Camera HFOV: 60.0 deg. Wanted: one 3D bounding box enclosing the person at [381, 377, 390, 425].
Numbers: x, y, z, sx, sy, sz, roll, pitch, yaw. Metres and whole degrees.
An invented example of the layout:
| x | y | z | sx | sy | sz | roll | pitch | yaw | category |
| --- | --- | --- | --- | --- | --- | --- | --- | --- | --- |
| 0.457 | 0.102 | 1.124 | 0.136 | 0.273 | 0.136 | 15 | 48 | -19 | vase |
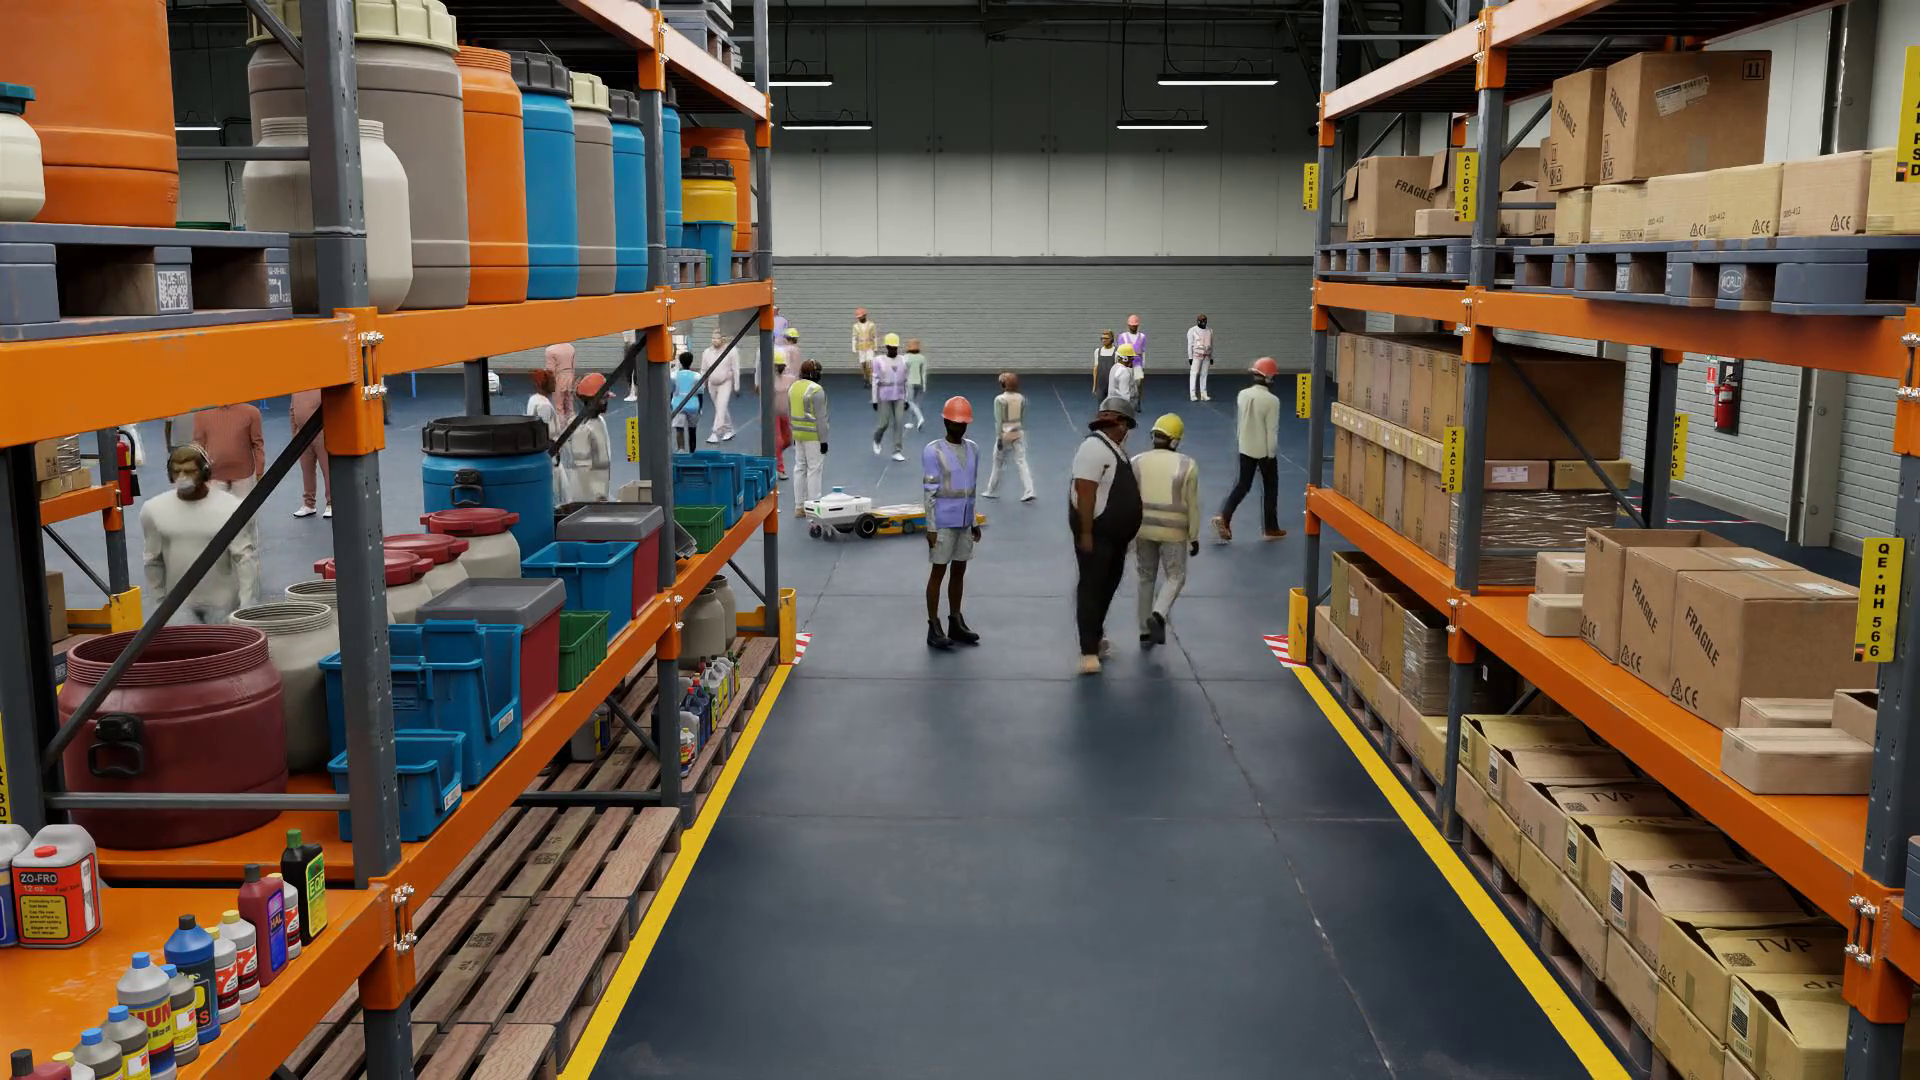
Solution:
| x | y | z | sx | sy | sz | roll | pitch | yaw | category |
| --- | --- | --- | --- | --- | --- | --- | --- | --- | --- |
| -10.826 | -3.054 | 30.391 | 0.985 | 1.884 | 0.566 | 4 | 10 | 22 | person |

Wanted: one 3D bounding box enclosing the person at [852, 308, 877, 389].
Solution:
| x | y | z | sx | sy | sz | roll | pitch | yaw | category |
| --- | --- | --- | --- | --- | --- | --- | --- | --- | --- |
| -2.225 | -4.471 | 38.861 | 0.558 | 1.886 | 0.712 | 1 | 10 | 6 | person |

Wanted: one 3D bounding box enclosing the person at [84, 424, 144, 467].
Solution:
| x | y | z | sx | sy | sz | roll | pitch | yaw | category |
| --- | --- | --- | --- | --- | --- | --- | --- | --- | --- |
| -12.305 | -1.951 | 24.042 | 0.860 | 1.804 | 0.657 | -3 | 10 | -19 | person |

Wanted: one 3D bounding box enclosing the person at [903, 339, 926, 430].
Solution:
| x | y | z | sx | sy | sz | roll | pitch | yaw | category |
| --- | --- | --- | --- | --- | --- | --- | --- | --- | --- |
| -0.809 | -2.757 | 29.462 | 0.501 | 1.604 | 0.747 | -7 | 12 | -36 | person |

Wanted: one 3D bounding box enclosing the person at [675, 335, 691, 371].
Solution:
| x | y | z | sx | sy | sz | roll | pitch | yaw | category |
| --- | --- | --- | --- | --- | --- | --- | --- | --- | --- |
| -6.510 | -4.318 | 38.719 | 0.514 | 1.636 | 0.315 | 1 | 10 | 5 | person |

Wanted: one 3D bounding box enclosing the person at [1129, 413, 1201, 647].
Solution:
| x | y | z | sx | sy | sz | roll | pitch | yaw | category |
| --- | --- | --- | --- | --- | --- | --- | --- | --- | --- |
| 1.508 | -0.059 | 12.684 | 0.646 | 1.809 | 0.539 | 4 | 10 | 23 | person |

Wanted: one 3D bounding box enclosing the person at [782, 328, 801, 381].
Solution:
| x | y | z | sx | sy | sz | roll | pitch | yaw | category |
| --- | --- | --- | --- | --- | --- | --- | --- | --- | --- |
| -3.013 | -2.985 | 30.369 | 0.594 | 1.747 | 0.546 | -9 | 13 | -43 | person |

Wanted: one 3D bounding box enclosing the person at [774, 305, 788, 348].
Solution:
| x | y | z | sx | sy | sz | roll | pitch | yaw | category |
| --- | --- | --- | --- | --- | --- | --- | --- | --- | --- |
| -4.515 | -4.789 | 40.729 | 0.643 | 1.909 | 0.399 | 0 | 9 | -3 | person |

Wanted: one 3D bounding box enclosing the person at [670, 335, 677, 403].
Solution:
| x | y | z | sx | sy | sz | roll | pitch | yaw | category |
| --- | --- | --- | --- | --- | --- | --- | --- | --- | --- |
| -6.119 | -3.806 | 34.971 | 0.319 | 1.865 | 0.521 | -6 | 11 | -30 | person |

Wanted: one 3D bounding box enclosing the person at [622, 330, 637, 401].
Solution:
| x | y | z | sx | sy | sz | roll | pitch | yaw | category |
| --- | --- | --- | --- | --- | --- | --- | --- | --- | --- |
| -7.024 | -3.917 | 35.623 | 0.311 | 1.869 | 0.534 | 7 | 12 | 37 | person |

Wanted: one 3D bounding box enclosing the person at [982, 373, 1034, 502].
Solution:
| x | y | z | sx | sy | sz | roll | pitch | yaw | category |
| --- | --- | --- | --- | --- | --- | --- | --- | --- | --- |
| 0.629 | -1.276 | 20.631 | 0.524 | 1.595 | 0.878 | -7 | 12 | -38 | person |

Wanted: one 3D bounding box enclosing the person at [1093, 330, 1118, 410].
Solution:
| x | y | z | sx | sy | sz | roll | pitch | yaw | category |
| --- | --- | --- | --- | --- | --- | --- | --- | --- | --- |
| 2.451 | -2.567 | 27.603 | 0.517 | 1.843 | 0.325 | 5 | 11 | 26 | person |

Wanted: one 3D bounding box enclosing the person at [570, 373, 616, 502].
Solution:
| x | y | z | sx | sy | sz | roll | pitch | yaw | category |
| --- | --- | --- | --- | --- | --- | --- | --- | --- | --- |
| -3.013 | -0.405 | 14.143 | 0.790 | 2.012 | 0.634 | 1 | 10 | 7 | person |

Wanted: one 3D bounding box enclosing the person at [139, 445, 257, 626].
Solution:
| x | y | z | sx | sy | sz | roll | pitch | yaw | category |
| --- | --- | --- | --- | --- | --- | --- | --- | --- | --- |
| -4.439 | 0.399 | 9.690 | 0.659 | 1.889 | 0.989 | -1 | 10 | -9 | person |

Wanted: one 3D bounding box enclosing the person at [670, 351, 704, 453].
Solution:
| x | y | z | sx | sy | sz | roll | pitch | yaw | category |
| --- | --- | --- | --- | --- | --- | --- | --- | --- | --- |
| -4.006 | -1.922 | 24.293 | 0.536 | 1.673 | 0.774 | -1 | 10 | -9 | person |

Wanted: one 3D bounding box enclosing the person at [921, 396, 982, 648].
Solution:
| x | y | z | sx | sy | sz | roll | pitch | yaw | category |
| --- | --- | --- | --- | --- | --- | --- | --- | --- | --- |
| -0.040 | -0.148 | 12.848 | 0.547 | 1.934 | 0.376 | -9 | 13 | -43 | person |

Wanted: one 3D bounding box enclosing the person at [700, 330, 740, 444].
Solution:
| x | y | z | sx | sy | sz | roll | pitch | yaw | category |
| --- | --- | --- | --- | --- | --- | --- | --- | --- | --- |
| -3.970 | -2.533 | 27.392 | 0.665 | 1.858 | 1.011 | 4 | 10 | 23 | person |

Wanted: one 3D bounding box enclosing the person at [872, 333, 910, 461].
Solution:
| x | y | z | sx | sy | sz | roll | pitch | yaw | category |
| --- | --- | --- | --- | --- | --- | --- | --- | --- | --- |
| -1.048 | -2.159 | 24.987 | 0.589 | 1.911 | 0.642 | -4 | 10 | -25 | person |

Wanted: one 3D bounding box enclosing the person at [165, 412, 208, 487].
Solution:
| x | y | z | sx | sy | sz | roll | pitch | yaw | category |
| --- | --- | --- | --- | --- | --- | --- | --- | --- | --- |
| -8.413 | -0.980 | 18.198 | 0.501 | 1.834 | 0.961 | -5 | 11 | -27 | person |

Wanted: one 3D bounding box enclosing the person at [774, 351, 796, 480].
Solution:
| x | y | z | sx | sy | sz | roll | pitch | yaw | category |
| --- | --- | --- | --- | --- | --- | --- | --- | --- | --- |
| -2.496 | -1.723 | 22.817 | 0.539 | 1.748 | 0.582 | -6 | 11 | -32 | person |

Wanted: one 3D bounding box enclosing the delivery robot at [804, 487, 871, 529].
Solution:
| x | y | z | sx | sy | sz | roll | pitch | yaw | category |
| --- | --- | --- | --- | --- | --- | --- | --- | --- | --- |
| -1.323 | -0.331 | 17.917 | 0.707 | 0.478 | 0.477 | -7 | 12 | -36 | delivery robot |

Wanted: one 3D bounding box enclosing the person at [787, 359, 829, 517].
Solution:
| x | y | z | sx | sy | sz | roll | pitch | yaw | category |
| --- | --- | --- | --- | --- | --- | --- | --- | --- | --- |
| -1.726 | -1.175 | 19.286 | 0.429 | 1.839 | 0.634 | -8 | 12 | -40 | person |

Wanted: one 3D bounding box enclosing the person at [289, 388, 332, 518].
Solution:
| x | y | z | sx | sy | sz | roll | pitch | yaw | category |
| --- | --- | --- | --- | --- | --- | --- | --- | --- | --- |
| -7.510 | -1.218 | 19.343 | 0.641 | 1.909 | 0.409 | 2 | 10 | 12 | person |

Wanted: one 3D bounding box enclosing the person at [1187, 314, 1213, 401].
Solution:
| x | y | z | sx | sy | sz | roll | pitch | yaw | category |
| --- | --- | --- | --- | --- | --- | --- | --- | --- | --- |
| 5.171 | -3.909 | 35.659 | 0.624 | 1.844 | 0.429 | -4 | 10 | -25 | person |

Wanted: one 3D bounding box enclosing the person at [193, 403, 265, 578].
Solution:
| x | y | z | sx | sy | sz | roll | pitch | yaw | category |
| --- | --- | --- | --- | --- | --- | --- | --- | --- | --- |
| -6.816 | -0.625 | 15.525 | 0.622 | 1.993 | 0.382 | -2 | 10 | -12 | person |

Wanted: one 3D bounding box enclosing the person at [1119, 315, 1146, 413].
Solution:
| x | y | z | sx | sy | sz | roll | pitch | yaw | category |
| --- | --- | --- | --- | --- | --- | --- | --- | --- | --- |
| 3.383 | -3.432 | 32.578 | 0.554 | 1.914 | 0.665 | 0 | 9 | -1 | person |

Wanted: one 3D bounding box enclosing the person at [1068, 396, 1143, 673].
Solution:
| x | y | z | sx | sy | sz | roll | pitch | yaw | category |
| --- | --- | --- | --- | --- | --- | --- | --- | --- | --- |
| 1.069 | -0.068 | 12.181 | 0.533 | 2.000 | 0.792 | 4 | 10 | 21 | person |

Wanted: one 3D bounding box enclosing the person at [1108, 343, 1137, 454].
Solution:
| x | y | z | sx | sy | sz | roll | pitch | yaw | category |
| --- | --- | --- | --- | --- | --- | --- | --- | --- | --- |
| 2.287 | -1.850 | 23.390 | 0.404 | 1.825 | 0.599 | -2 | 10 | -11 | person |

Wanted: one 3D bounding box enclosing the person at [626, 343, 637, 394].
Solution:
| x | y | z | sx | sy | sz | roll | pitch | yaw | category |
| --- | --- | --- | --- | --- | --- | --- | --- | --- | --- |
| -5.198 | -2.660 | 27.823 | 0.645 | 1.948 | 0.997 | 3 | 10 | 18 | person |

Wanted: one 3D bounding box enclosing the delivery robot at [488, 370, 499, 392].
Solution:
| x | y | z | sx | sy | sz | roll | pitch | yaw | category |
| --- | --- | --- | --- | --- | --- | --- | --- | --- | --- |
| -10.524 | -3.570 | 37.319 | 0.477 | 0.478 | 0.707 | -2 | 10 | -14 | delivery robot |

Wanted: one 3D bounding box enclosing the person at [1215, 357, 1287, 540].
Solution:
| x | y | z | sx | sy | sz | roll | pitch | yaw | category |
| --- | --- | --- | --- | --- | --- | --- | --- | --- | --- |
| 3.109 | -0.958 | 17.629 | 0.883 | 1.967 | 0.615 | -8 | 12 | -38 | person |

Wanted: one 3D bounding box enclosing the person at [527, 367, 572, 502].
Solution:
| x | y | z | sx | sy | sz | roll | pitch | yaw | category |
| --- | --- | --- | --- | --- | --- | --- | --- | --- | --- |
| -4.471 | -0.922 | 17.751 | 0.957 | 1.851 | 0.574 | -6 | 11 | -30 | person |

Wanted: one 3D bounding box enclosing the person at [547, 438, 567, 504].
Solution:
| x | y | z | sx | sy | sz | roll | pitch | yaw | category |
| --- | --- | --- | --- | --- | --- | --- | --- | --- | --- |
| -3.246 | -0.030 | 13.171 | 0.845 | 1.587 | 0.517 | 2 | 10 | 11 | person |

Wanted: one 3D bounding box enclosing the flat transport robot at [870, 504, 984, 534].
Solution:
| x | y | z | sx | sy | sz | roll | pitch | yaw | category |
| --- | --- | --- | --- | --- | --- | --- | --- | --- | --- |
| -0.492 | -0.262 | 18.634 | 1.431 | 0.197 | 0.652 | -7 | 12 | -36 | flat transport robot |

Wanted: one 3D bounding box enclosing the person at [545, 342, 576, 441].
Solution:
| x | y | z | sx | sy | sz | roll | pitch | yaw | category |
| --- | --- | --- | --- | --- | --- | --- | --- | --- | --- |
| -6.602 | -2.555 | 27.346 | 0.404 | 1.911 | 0.636 | 5 | 11 | 27 | person |

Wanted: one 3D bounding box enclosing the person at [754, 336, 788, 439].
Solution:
| x | y | z | sx | sy | sz | roll | pitch | yaw | category |
| --- | --- | --- | --- | --- | --- | --- | --- | --- | --- |
| -3.037 | -2.545 | 27.305 | 0.686 | 1.916 | 0.733 | 7 | 12 | 35 | person |
